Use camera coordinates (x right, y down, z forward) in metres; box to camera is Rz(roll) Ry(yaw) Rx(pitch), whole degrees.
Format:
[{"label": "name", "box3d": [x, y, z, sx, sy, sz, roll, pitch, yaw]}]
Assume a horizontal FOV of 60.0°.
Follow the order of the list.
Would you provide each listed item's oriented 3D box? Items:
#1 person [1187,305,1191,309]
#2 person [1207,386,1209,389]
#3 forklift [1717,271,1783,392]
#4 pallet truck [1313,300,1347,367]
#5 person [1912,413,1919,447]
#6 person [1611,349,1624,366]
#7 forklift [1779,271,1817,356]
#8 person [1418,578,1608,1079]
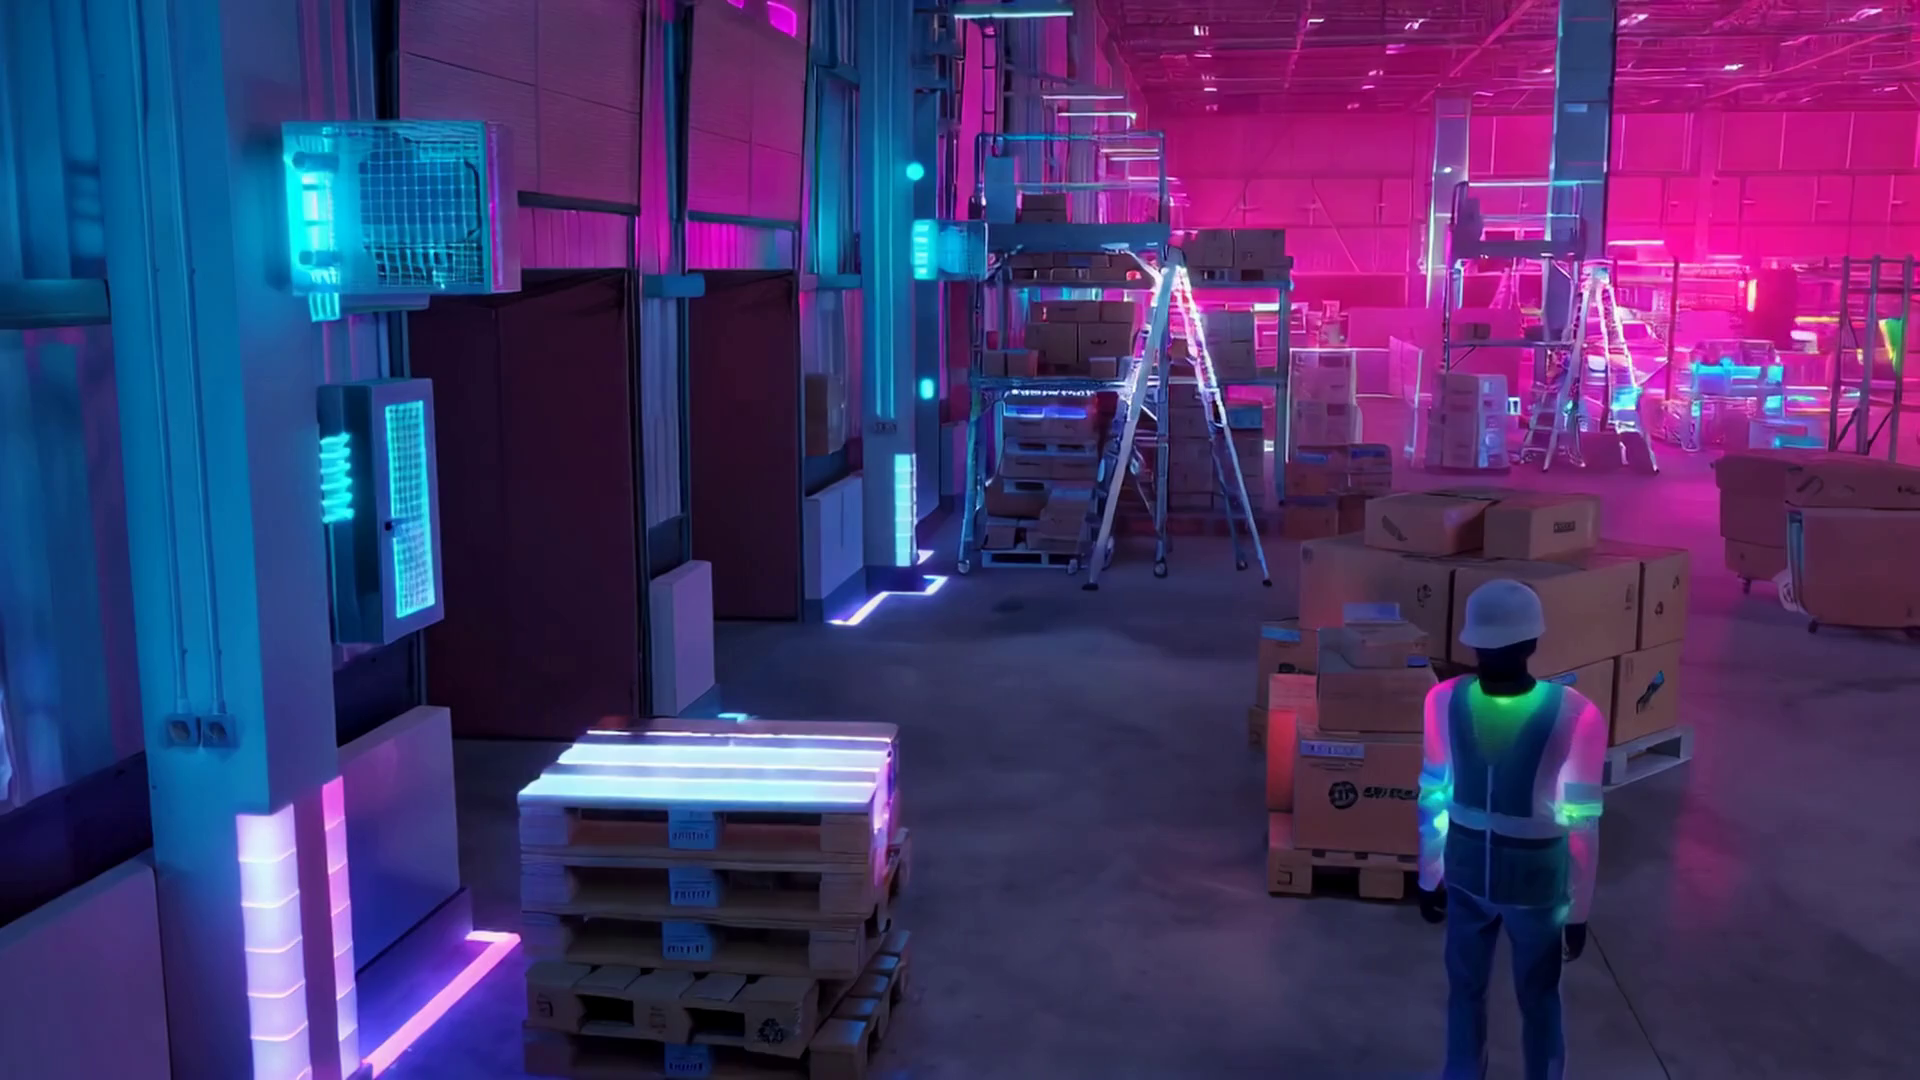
[{"label": "person", "box3d": [6.191, -5.354, 44.722, 0.544, 1.930, 0.389, -5, 11, -29]}, {"label": "person", "box3d": [5.170, -3.652, 35.136, 0.313, 1.634, 0.515, -5, 11, -29]}, {"label": "forklift", "box3d": [18.658, -4.833, 38.573, 1.873, 2.768, 1.129, 1, 9, 8]}, {"label": "pallet truck", "box3d": [11.159, -6.200, 49.718, 0.823, 1.965, 1.885, 4, 10, 26]}, {"label": "person", "box3d": [15.665, -2.367, 26.888, 0.322, 1.737, 0.486, 9, 13, 43]}, {"label": "person", "box3d": [14.802, -4.215, 37.672, 0.547, 1.934, 0.376, 6, 11, 31]}, {"label": "forklift", "box3d": [23.668, -6.372, 48.063, 1.873, 2.768, 1.129, 0, 9, 3]}, {"label": "person", "box3d": [1.684, 1.061, 5.185, 0.585, 1.920, 0.395, 8, 12, 40]}]
